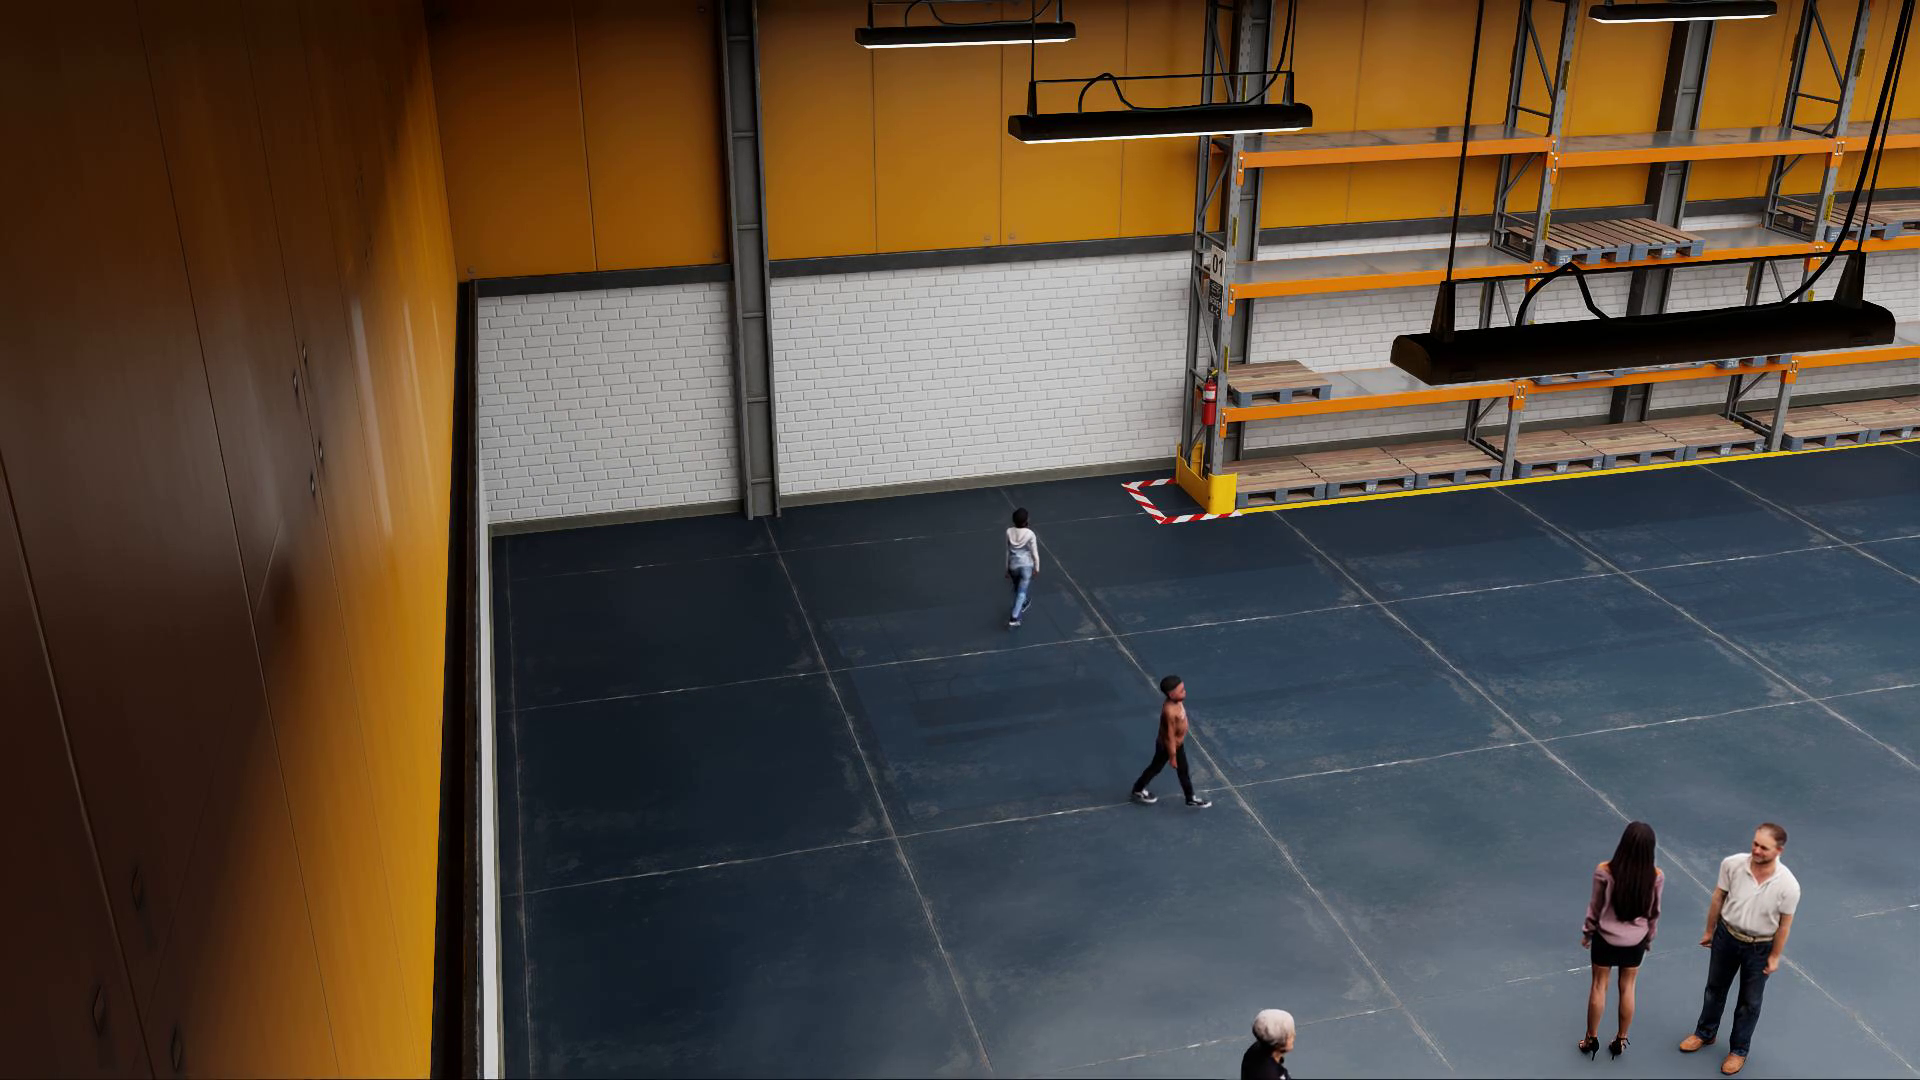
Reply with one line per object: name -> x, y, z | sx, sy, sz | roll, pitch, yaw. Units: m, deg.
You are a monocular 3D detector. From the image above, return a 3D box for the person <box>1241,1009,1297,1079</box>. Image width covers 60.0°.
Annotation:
person -> 1.613, 3.358, 9.165 | 0.722, 1.764, 0.802 | -1, 24, -1

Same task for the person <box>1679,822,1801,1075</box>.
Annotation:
person -> 5.198, 2.647, 10.985 | 0.735, 1.856, 0.746 | -19, 30, -37

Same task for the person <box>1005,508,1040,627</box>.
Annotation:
person -> 0.605, 0.292, 17.137 | 0.872, 1.242, 0.870 | 9, 25, 20

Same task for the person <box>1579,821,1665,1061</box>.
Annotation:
person -> 4.363, 2.659, 11.013 | 0.613, 1.810, 0.760 | 3, 24, 8

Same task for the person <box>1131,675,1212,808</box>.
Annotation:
person -> 1.693, 1.702, 13.935 | 0.986, 1.223, 0.844 | 8, 25, 17
